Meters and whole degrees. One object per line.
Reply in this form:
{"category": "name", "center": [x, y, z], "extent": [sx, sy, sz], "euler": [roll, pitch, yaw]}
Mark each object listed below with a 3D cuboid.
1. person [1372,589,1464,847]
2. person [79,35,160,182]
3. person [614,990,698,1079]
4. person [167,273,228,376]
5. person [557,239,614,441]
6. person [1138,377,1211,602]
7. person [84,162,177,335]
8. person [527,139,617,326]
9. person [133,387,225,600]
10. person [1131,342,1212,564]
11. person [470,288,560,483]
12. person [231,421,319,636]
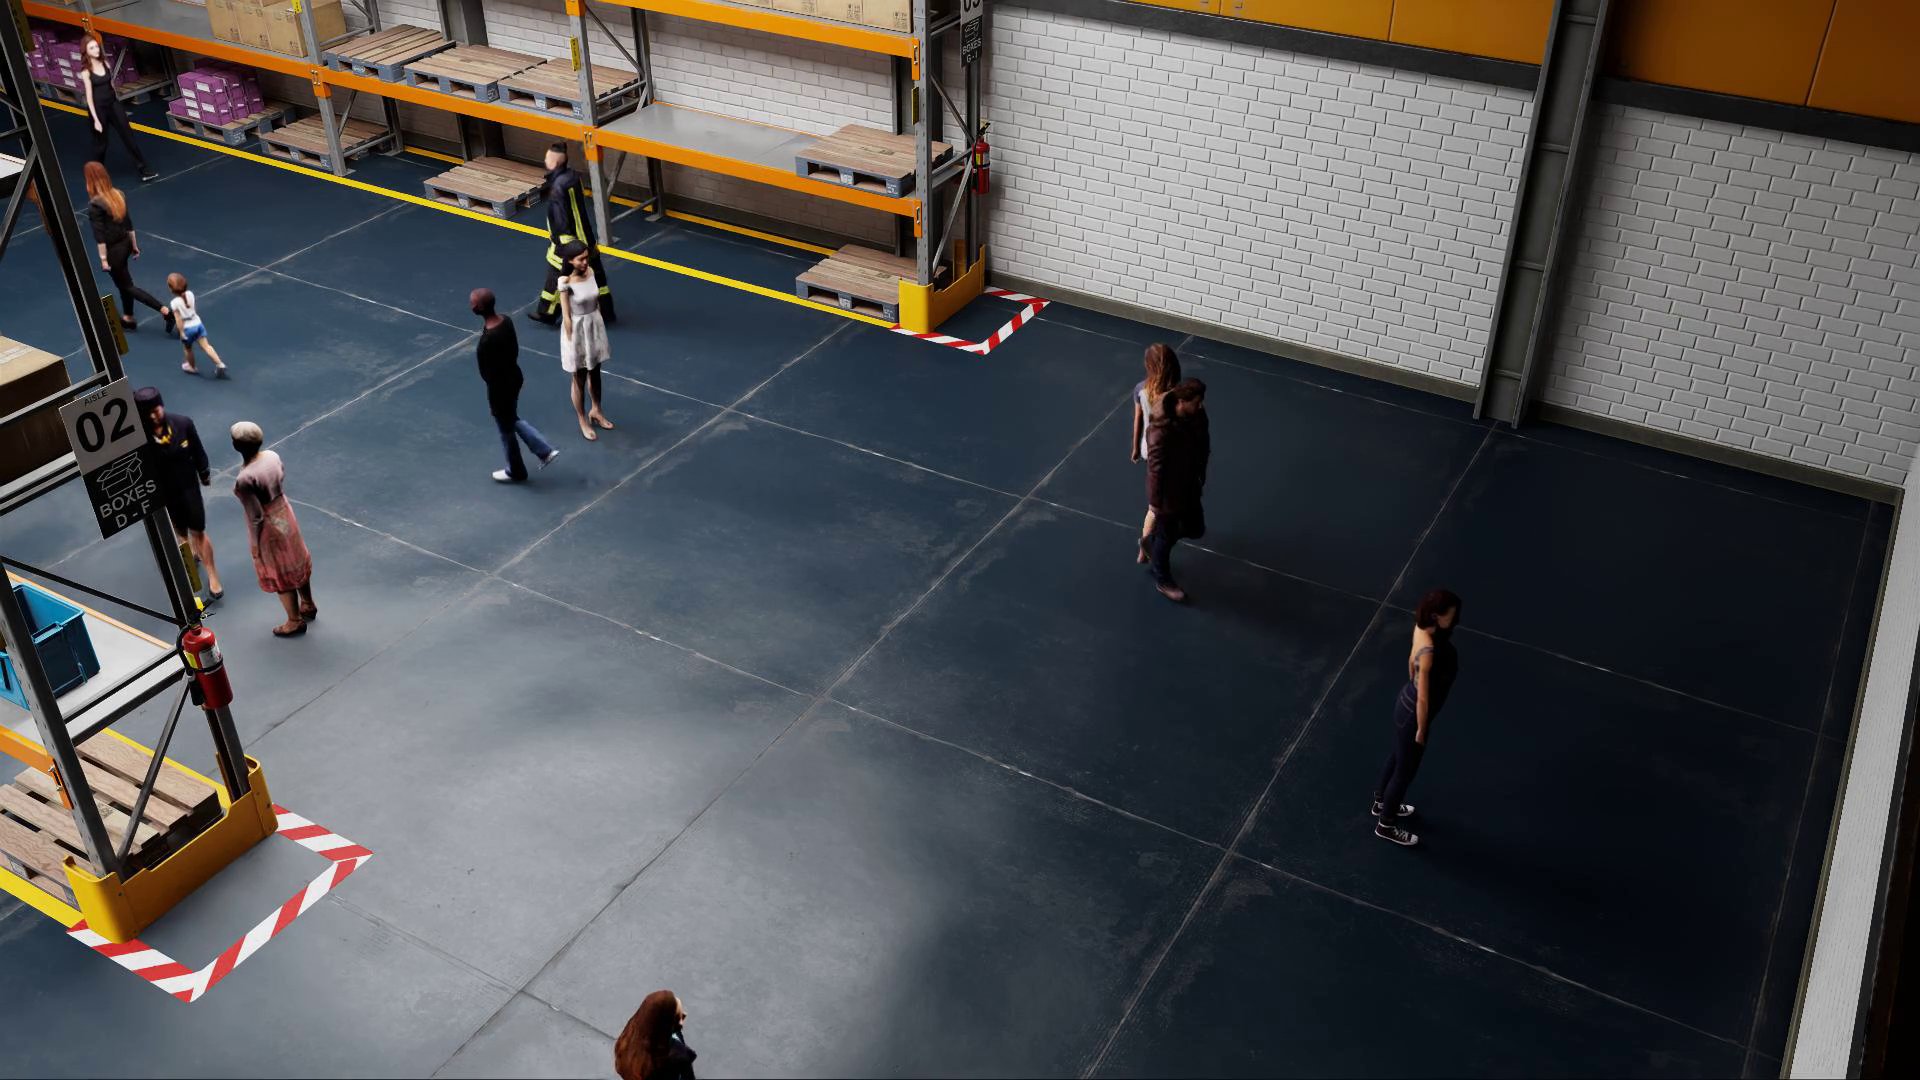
{"category": "person", "center": [2.713, 1.030, 9.910], "extent": [0.661, 1.768, 0.681], "euler": [6, 34, 9]}
{"category": "person", "center": [-9.749, -4.866, 18.856], "extent": [1.122, 1.684, 0.622], "euler": [16, 37, 23]}
{"category": "person", "center": [-1.428, 2.648, 7.729], "extent": [0.760, 1.487, 0.690], "euler": [-13, 36, -19]}
{"category": "person", "center": [-6.937, -1.936, 15.061], "extent": [0.725, 1.006, 0.451], "euler": [16, 37, 23]}
{"category": "person", "center": [-3.161, -1.697, 14.005], "extent": [0.631, 1.776, 0.647], "euler": [20, 38, 27]}
{"category": "person", "center": [1.490, -0.412, 12.025], "extent": [0.868, 1.828, 0.886], "euler": [-29, 43, -36]}
{"category": "person", "center": [-7.817, -2.698, 15.589], "extent": [1.124, 1.691, 0.865], "euler": [5, 34, 8]}
{"category": "person", "center": [-3.588, -2.861, 15.704], "extent": [1.196, 1.835, 1.040], "euler": [4, 34, 6]}
{"category": "person", "center": [-5.771, -0.399, 12.190], "extent": [1.043, 1.625, 1.208], "euler": [-18, 37, -24]}
{"category": "person", "center": [1.482, -0.602, 12.454], "extent": [1.020, 1.671, 0.784], "euler": [21, 39, 28]}
{"category": "person", "center": [-3.569, -1.222, 13.325], "extent": [0.903, 1.738, 0.773], "euler": [5, 34, 7]}
{"category": "person", "center": [-4.811, -0.086, 11.658], "extent": [0.665, 1.692, 0.660], "euler": [6, 34, 8]}
